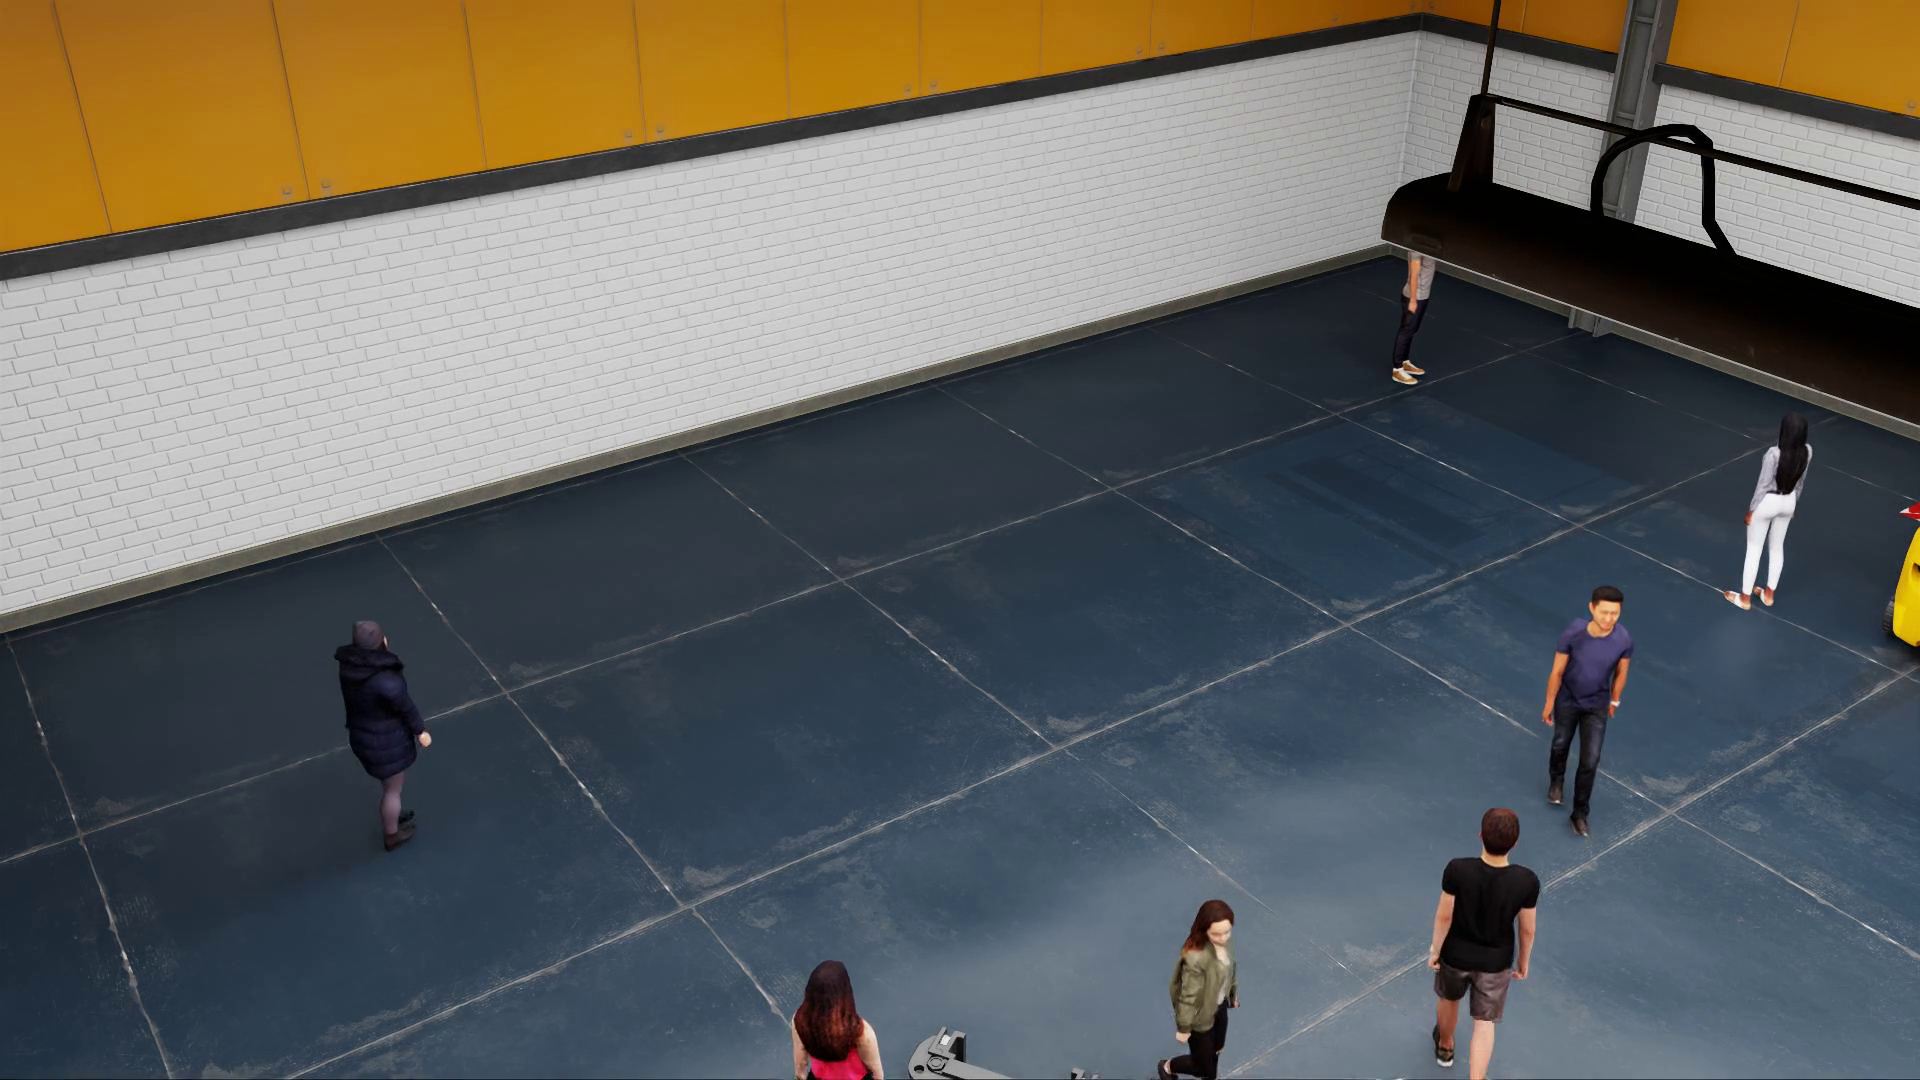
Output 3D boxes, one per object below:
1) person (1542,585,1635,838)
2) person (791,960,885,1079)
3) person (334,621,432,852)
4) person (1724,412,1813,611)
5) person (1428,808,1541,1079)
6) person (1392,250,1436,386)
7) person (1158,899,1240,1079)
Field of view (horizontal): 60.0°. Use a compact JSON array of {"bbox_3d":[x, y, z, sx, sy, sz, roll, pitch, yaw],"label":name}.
[{"bbox_3d":[4.150,1.024,11.125,0.962,1.770,0.990,9,30,16],"label":"person"},{"bbox_3d":[-0.600,2.779,8.065,1.098,1.620,1.018,12,31,21],"label":"person"},{"bbox_3d":[-3.795,1.304,10.723,0.715,1.663,0.826,20,34,32],"label":"person"},{"bbox_3d":[6.596,-0.246,13.502,0.662,1.724,0.626,-6,29,-12],"label":"person"},{"bbox_3d":[2.728,2.253,8.800,1.150,1.840,1.164,7,29,13],"label":"person"},{"bbox_3d":[4.843,-2.618,17.669,0.707,1.896,0.730,16,33,27],"label":"person"},{"bbox_3d":[1.237,2.467,8.793,0.778,1.470,0.729,16,32,27],"label":"person"}]
